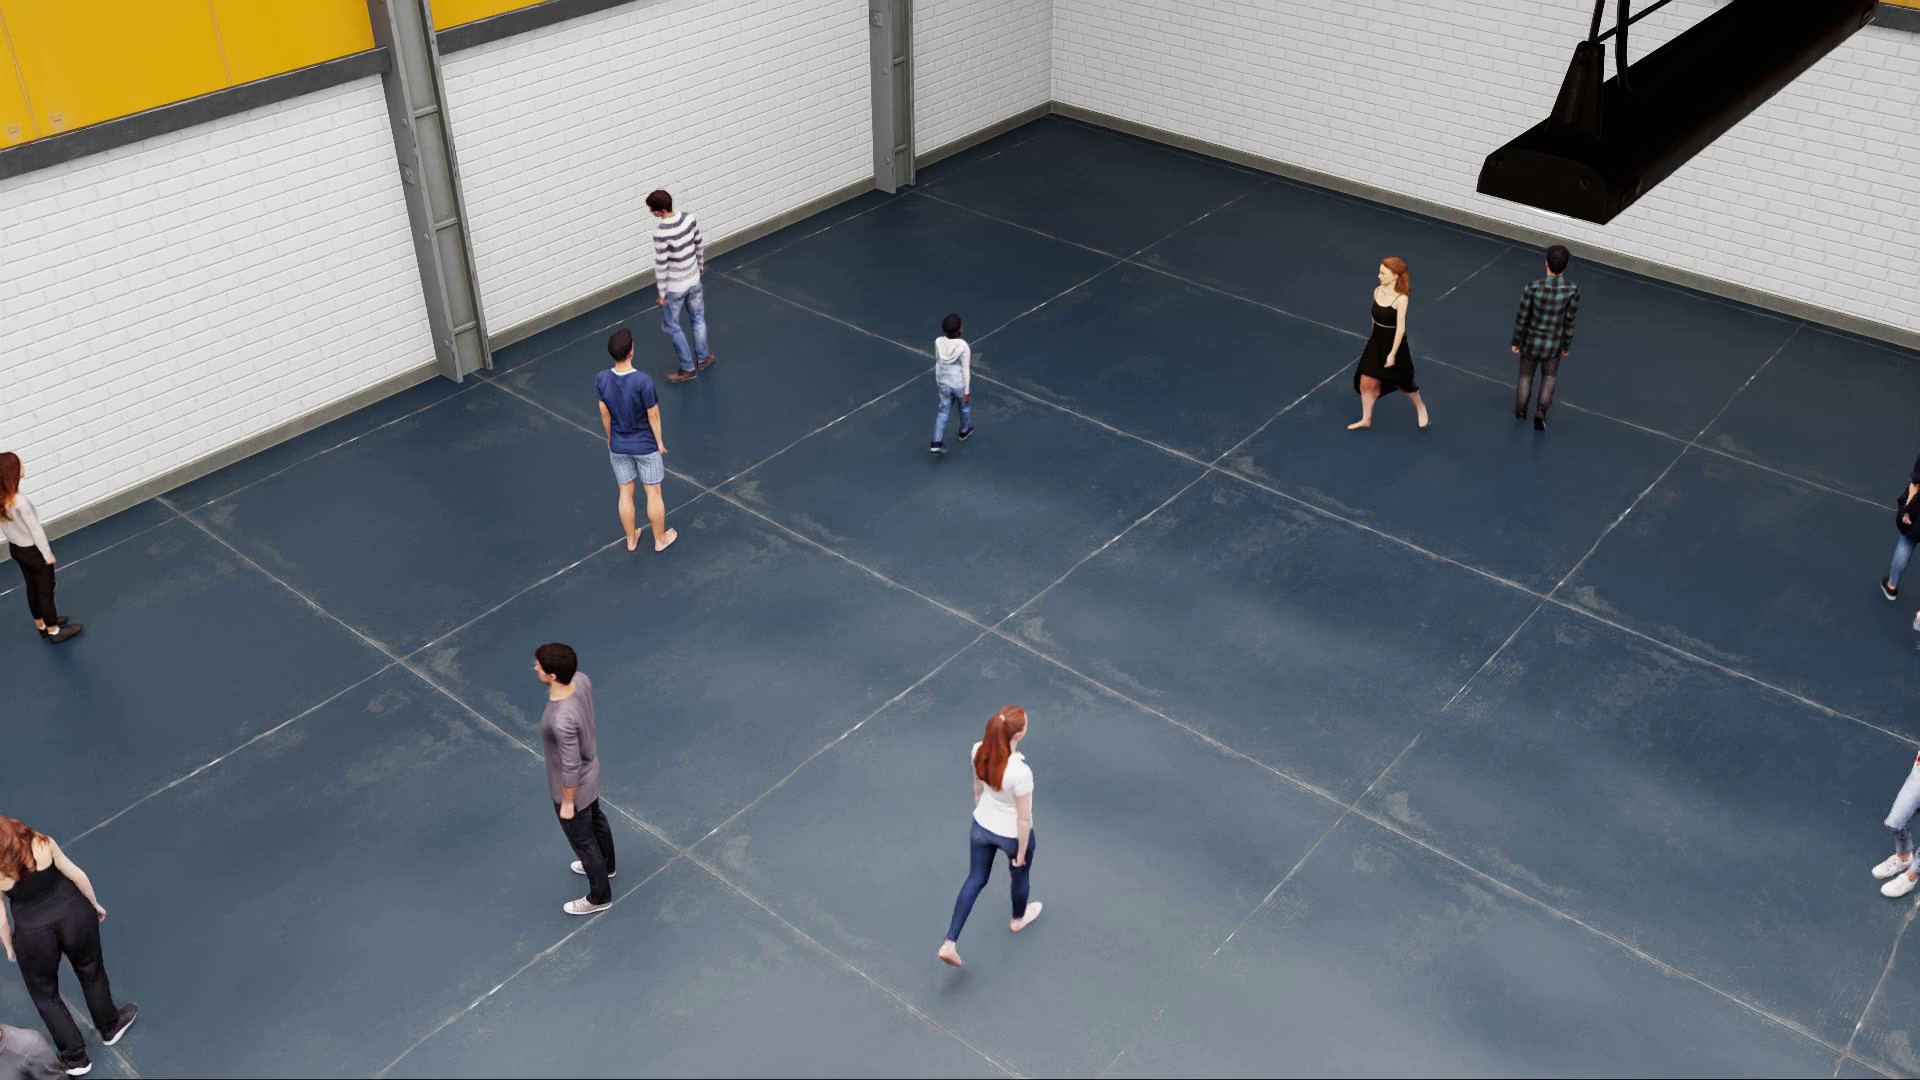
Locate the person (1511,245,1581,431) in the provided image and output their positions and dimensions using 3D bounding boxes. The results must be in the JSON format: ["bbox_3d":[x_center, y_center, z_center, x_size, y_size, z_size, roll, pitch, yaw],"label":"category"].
[{"bbox_3d":[5.019,-1.697,14.306,0.850,1.706,0.904,8,34,11],"label":"person"}]

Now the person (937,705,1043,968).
[{"bbox_3d":[0.162,1.651,9.121,0.605,1.717,1.064,22,40,30],"label":"person"}]

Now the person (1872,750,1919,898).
[{"bbox_3d":[5.709,1.387,9.537,0.691,1.695,0.695,-15,36,-21],"label":"person"}]

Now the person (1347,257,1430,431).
[{"bbox_3d":[3.718,-1.657,14.204,1.020,1.599,0.816,-21,39,-29],"label":"person"}]

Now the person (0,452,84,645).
[{"bbox_3d":[-6.565,0.068,11.717,0.560,1.479,0.531,19,38,27],"label":"person"}]

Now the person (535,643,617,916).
[{"bbox_3d":[-2.182,1.338,9.468,0.798,1.854,0.719,-1,34,-1],"label":"person"}]

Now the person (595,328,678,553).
[{"bbox_3d":[-2.469,-0.737,12.593,0.709,1.850,0.729,5,34,7],"label":"person"}]

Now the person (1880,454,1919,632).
[{"bbox_3d":[6.959,-0.134,11.857,0.851,1.661,1.111,11,35,15],"label":"person"}]

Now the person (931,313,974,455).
[{"bbox_3d":[-0.086,-1.302,13.988,0.637,1.248,0.913,14,36,19],"label":"person"}]

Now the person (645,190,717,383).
[{"bbox_3d":[-2.481,-2.322,15.007,0.542,1.818,0.874,-19,38,-27],"label":"person"}]

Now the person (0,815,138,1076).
[{"bbox_3d":[-4.639,2.003,8.591,0.574,1.717,0.821,-15,37,-21],"label":"person"}]
